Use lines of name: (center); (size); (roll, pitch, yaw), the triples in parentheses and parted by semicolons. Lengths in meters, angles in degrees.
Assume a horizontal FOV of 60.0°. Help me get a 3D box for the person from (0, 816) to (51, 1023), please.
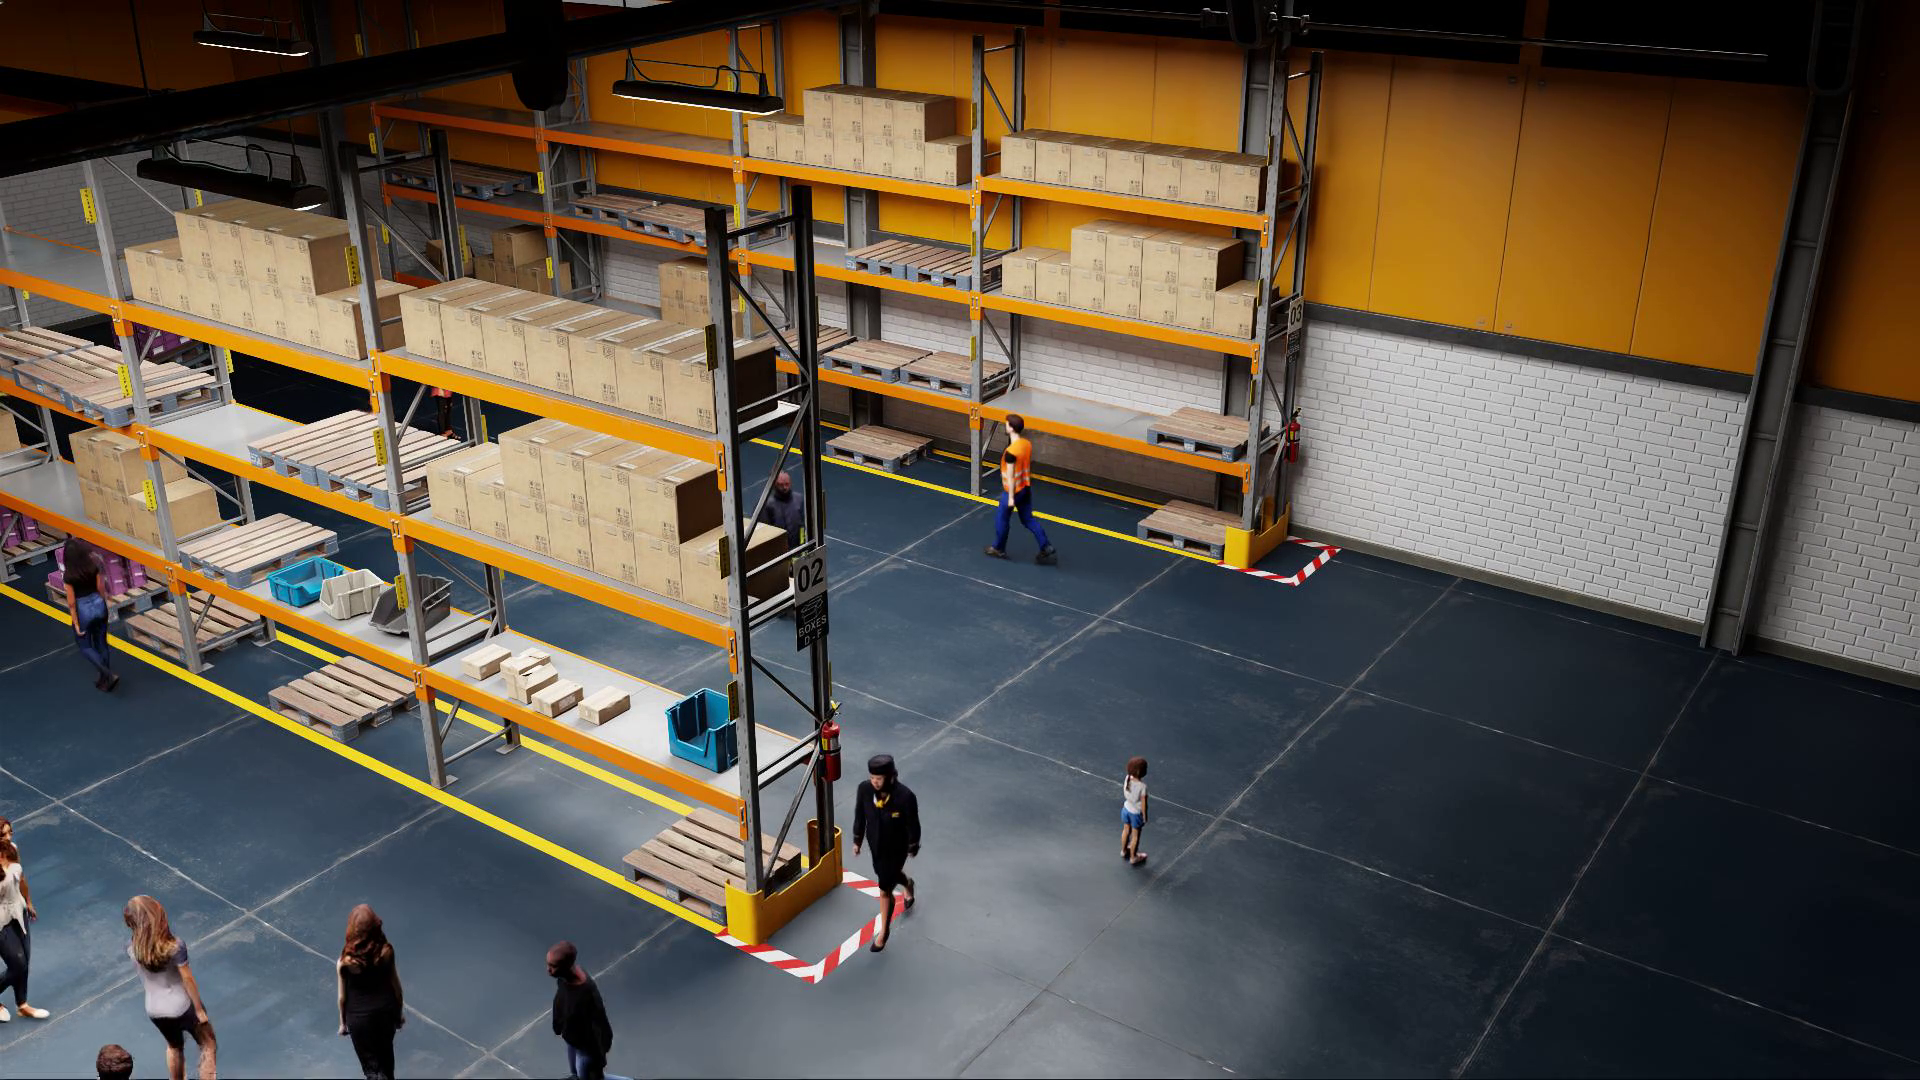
person: (-7.227, 2.833, 12.421); (0.849, 1.763, 0.771); (2, 24, 5)

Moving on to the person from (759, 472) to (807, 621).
person: (-1.998, 0.046, 18.758); (1.080, 1.793, 1.201); (-9, 25, -20)

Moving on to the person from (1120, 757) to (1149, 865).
person: (1.514, 2.337, 14.484); (0.522, 1.019, 0.421); (-16, 28, -32)

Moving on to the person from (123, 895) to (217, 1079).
person: (-5.452, 3.262, 11.522); (0.689, 1.696, 0.867); (9, 25, 19)

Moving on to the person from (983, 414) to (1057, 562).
person: (0.771, -0.588, 20.135); (1.210, 1.851, 0.754); (14, 27, 28)

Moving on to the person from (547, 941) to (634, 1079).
person: (-2.451, 3.375, 11.226); (0.851, 1.727, 0.787); (21, 31, 39)

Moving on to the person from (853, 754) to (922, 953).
person: (-0.549, 2.448, 13.474); (1.033, 1.625, 0.799); (12, 26, 26)

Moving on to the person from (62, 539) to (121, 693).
person: (-8.885, 0.814, 17.087); (0.800, 1.725, 0.555); (16, 28, 32)

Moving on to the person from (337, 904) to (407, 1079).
person: (-3.988, 3.312, 11.375); (0.789, 1.723, 1.134); (-18, 29, -35)

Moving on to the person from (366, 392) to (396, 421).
person: (-7.493, -1.102, 21.436); (0.764, 1.752, 0.813); (-11, 26, -24)
